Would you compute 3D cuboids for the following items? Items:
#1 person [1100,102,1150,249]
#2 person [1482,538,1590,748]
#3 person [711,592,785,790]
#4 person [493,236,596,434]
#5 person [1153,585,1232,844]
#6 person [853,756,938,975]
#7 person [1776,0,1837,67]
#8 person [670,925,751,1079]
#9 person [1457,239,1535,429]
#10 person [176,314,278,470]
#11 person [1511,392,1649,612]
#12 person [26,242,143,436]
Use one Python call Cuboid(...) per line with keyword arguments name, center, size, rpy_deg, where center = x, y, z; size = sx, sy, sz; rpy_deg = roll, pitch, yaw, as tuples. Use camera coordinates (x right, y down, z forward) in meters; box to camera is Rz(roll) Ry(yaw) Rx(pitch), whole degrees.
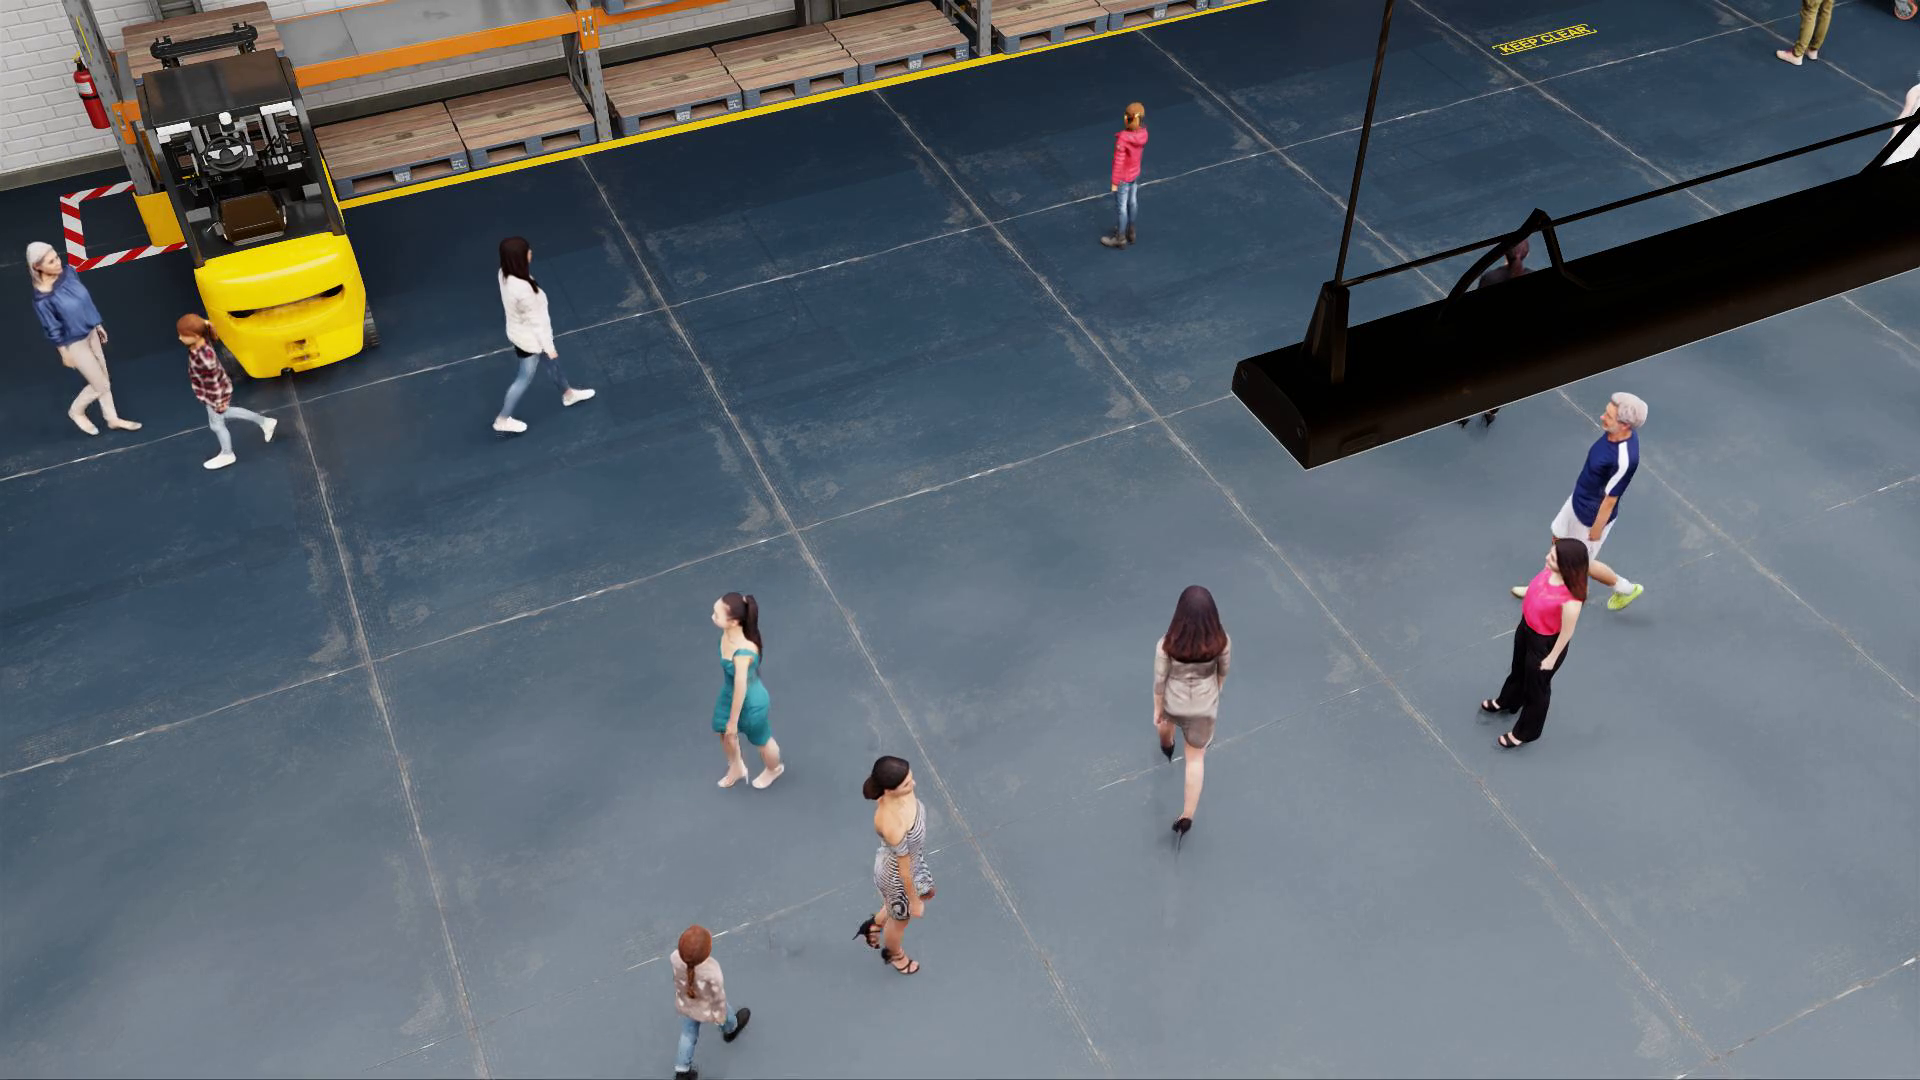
Cuboid(name="person", center=(1.434, -3.083, 14.118), size=(0.676, 1.311, 0.574), rpy_deg=(24, 48, 23))
Cuboid(name="person", center=(3.489, 0.599, 10.000), size=(0.631, 1.660, 0.651), rpy_deg=(-3, 44, -3))
Cuboid(name="person", center=(-1.168, 0.902, 9.674), size=(0.647, 1.671, 0.603), rpy_deg=(-14, 45, -14))
Cuboid(name="person", center=(-3.240, -1.475, 12.219), size=(1.104, 1.603, 0.738), rpy_deg=(-24, 48, -23))
Cuboid(name="person", center=(1.319, 1.008, 9.539), size=(1.120, 1.705, 0.999), rpy_deg=(1, 44, 2))
Cuboid(name="person", center=(-0.401, 1.737, 8.697), size=(0.827, 1.810, 0.765), rpy_deg=(5, 44, 5))
Cuboid(name="person", center=(8.562, -5.579, 16.377), size=(0.481, 1.810, 0.725), rpy_deg=(-18, 47, -18))
Cuboid(name="person", center=(-1.356, 2.382, 8.480), size=(0.800, 1.175, 0.866), rpy_deg=(15, 46, 15))
Cuboid(name="person", center=(3.933, -1.511, 12.214), size=(0.634, 1.661, 0.744), rpy_deg=(1, 44, 1))
Cuboid(name="person", center=(-5.353, -1.115, 12.065), size=(0.798, 1.294, 0.528), rpy_deg=(-20, 47, -20))
Cuboid(name="person", center=(4.159, -0.194, 10.718), size=(1.127, 1.818, 0.985), rpy_deg=(7, 44, 7))
Cuboid(name="person", center=(-6.508, -1.454, 12.136), size=(0.833, 1.687, 0.768), rpy_deg=(2, 44, 2))
